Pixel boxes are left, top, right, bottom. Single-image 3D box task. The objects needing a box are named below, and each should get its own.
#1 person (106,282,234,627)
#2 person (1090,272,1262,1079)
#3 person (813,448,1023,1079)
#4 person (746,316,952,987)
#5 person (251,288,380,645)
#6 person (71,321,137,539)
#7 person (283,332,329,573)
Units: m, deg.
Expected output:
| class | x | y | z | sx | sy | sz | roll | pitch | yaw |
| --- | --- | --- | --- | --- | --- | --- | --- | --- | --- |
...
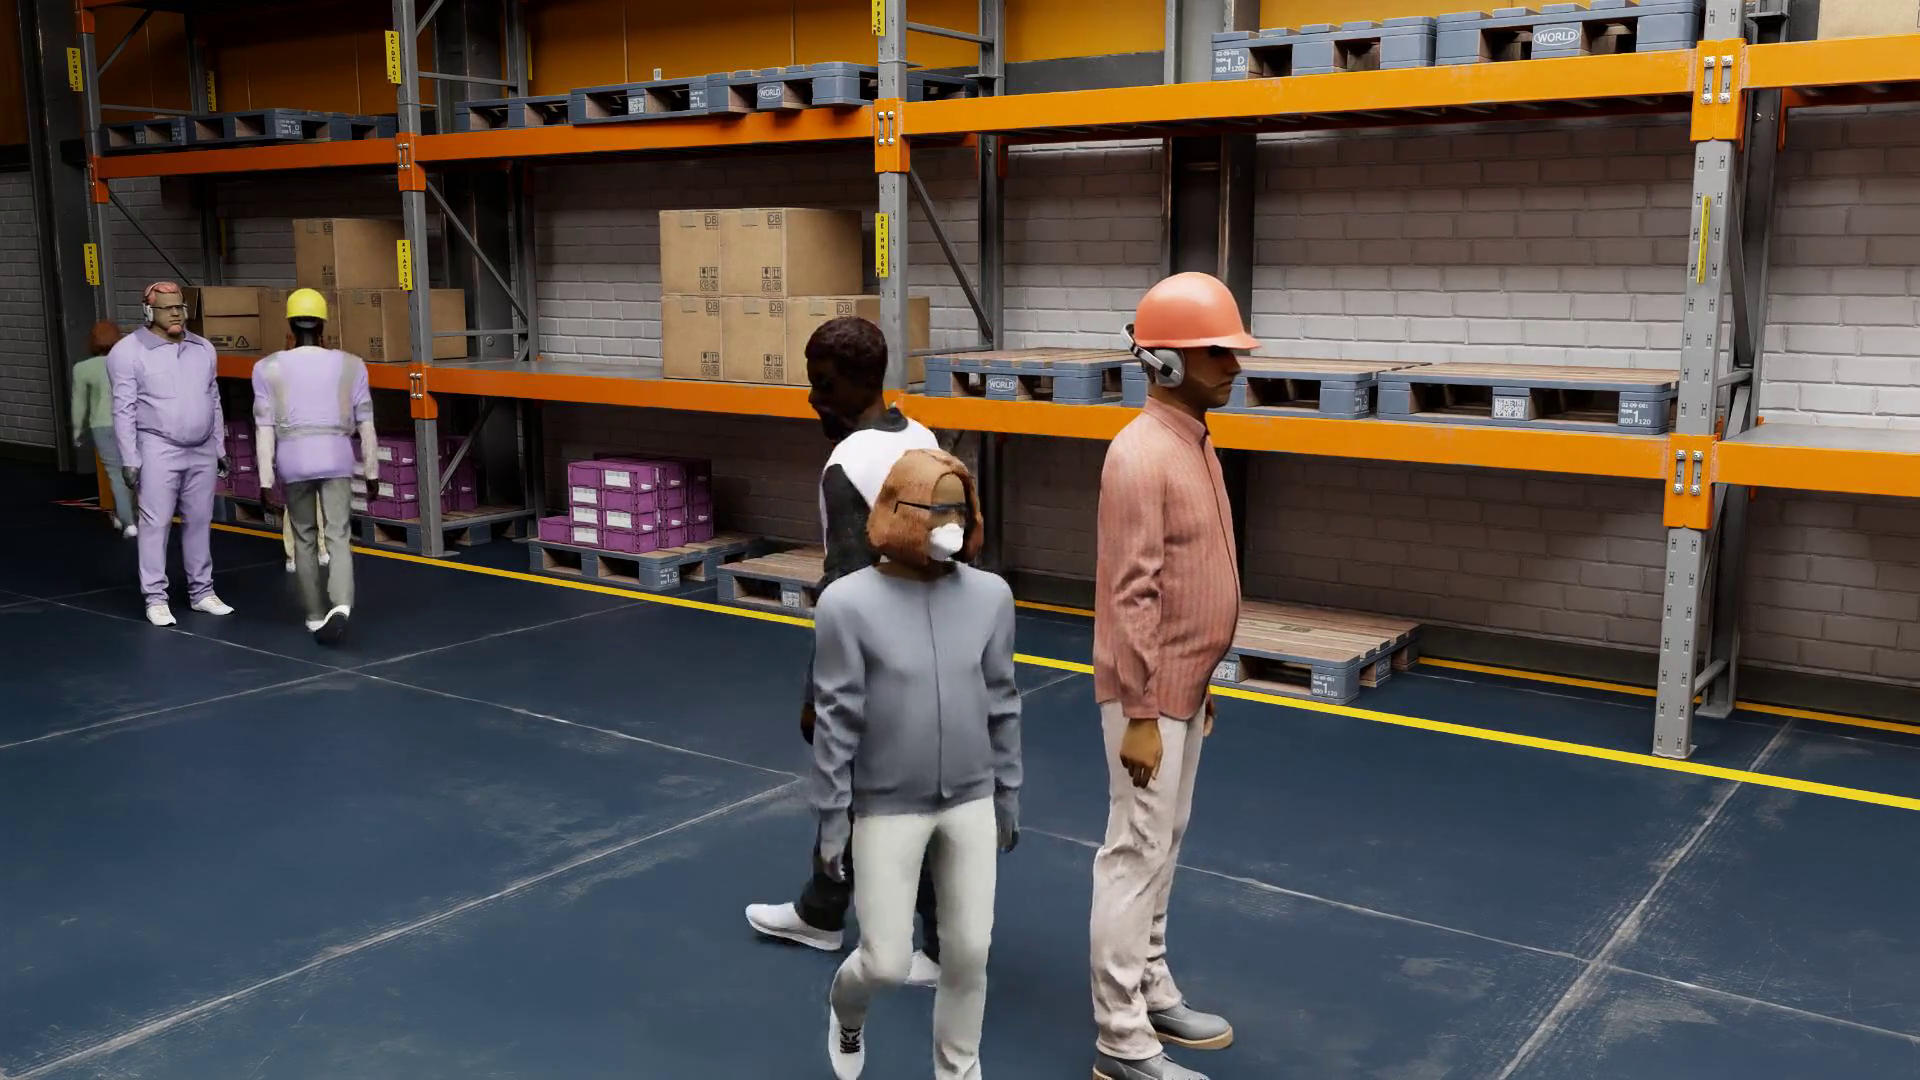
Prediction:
| class | x | y | z | sx | sy | sz | roll | pitch | yaw |
| --- | --- | --- | --- | --- | --- | --- | --- | --- | --- |
| person | -4.384 | -0.483 | 9.316 | 0.405 | 1.906 | 0.653 | 6 | 11 | 32 |
| person | 0.518 | 0.353 | 4.074 | 0.394 | 1.994 | 0.612 | 4 | 10 | 20 |
| person | -0.103 | 0.591 | 3.745 | 0.517 | 1.616 | 0.521 | -5 | 11 | -28 |
| person | -0.321 | 0.325 | 4.616 | 0.882 | 1.867 | 0.638 | 3 | 10 | 18 |
| person | -3.398 | -0.384 | 8.818 | 0.617 | 1.889 | 0.867 | -4 | 10 | -21 |
| person | -6.238 | -0.811 | 12.243 | 0.508 | 1.571 | 0.926 | -8 | 12 | -38 |
| person | -4.229 | -0.593 | 10.812 | 0.284 | 1.626 | 0.493 | 5 | 11 | 26 |
